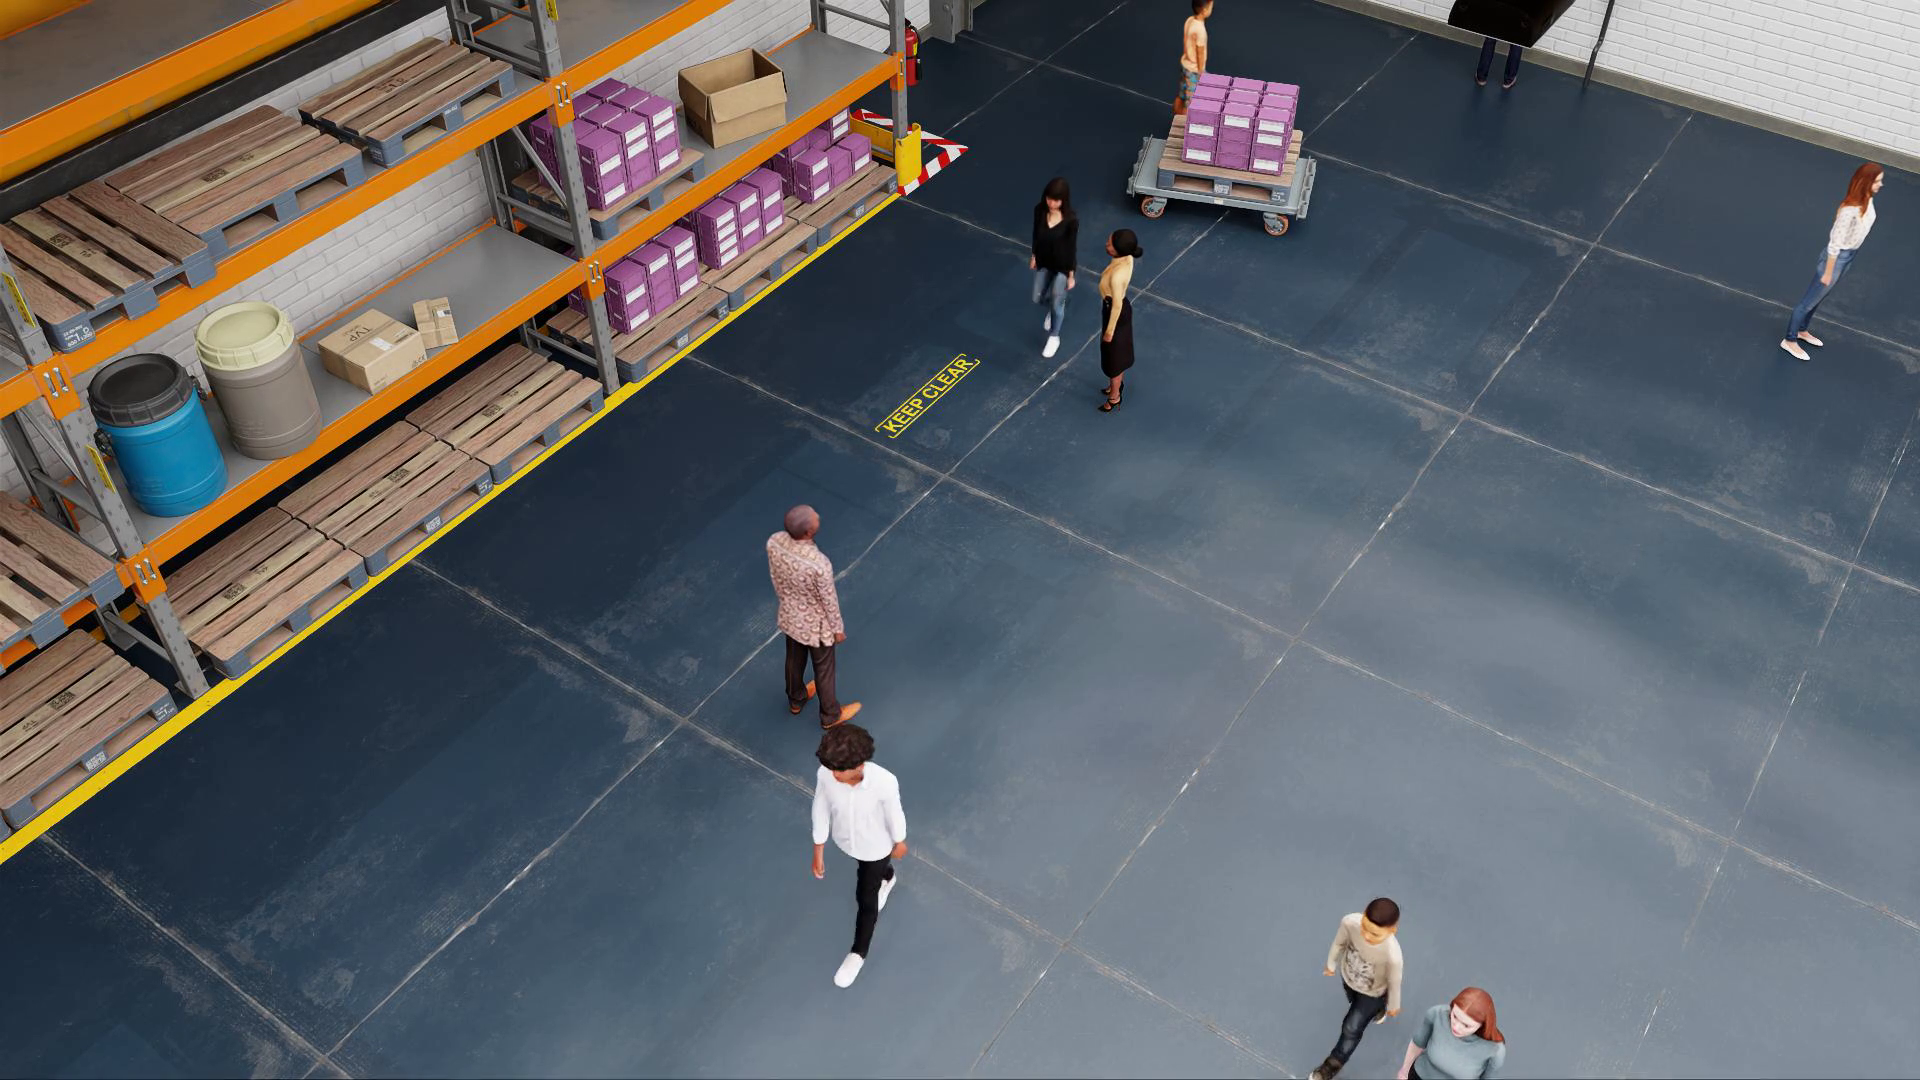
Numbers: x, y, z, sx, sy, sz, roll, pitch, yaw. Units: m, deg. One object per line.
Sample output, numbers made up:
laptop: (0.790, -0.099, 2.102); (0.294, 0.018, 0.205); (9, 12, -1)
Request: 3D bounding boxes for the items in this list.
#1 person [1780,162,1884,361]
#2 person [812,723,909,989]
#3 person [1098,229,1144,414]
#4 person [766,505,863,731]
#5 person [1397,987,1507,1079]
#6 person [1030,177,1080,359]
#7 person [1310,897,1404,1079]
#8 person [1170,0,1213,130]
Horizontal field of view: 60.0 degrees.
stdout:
person: (7.086, -2.281, 13.471); (0.502, 1.728, 0.672); (-34, 53, -30)
person: (-0.524, 1.591, 9.385); (0.817, 1.757, 1.177); (15, 46, 15)
person: (1.216, -1.707, 12.922); (0.698, 1.653, 0.581); (11, 45, 11)
person: (-0.961, 0.485, 10.509); (0.685, 1.808, 0.587); (28, 50, 27)
person: (2.387, 2.708, 8.223); (0.591, 1.742, 0.533); (29, 51, 27)
person: (0.798, -2.282, 13.541); (0.624, 1.632, 0.749); (20, 47, 20)
person: (2.203, 2.303, 8.866); (1.040, 1.443, 0.767); (-31, 52, -28)
person: (2.235, -4.572, 16.073); (0.643, 1.454, 0.592); (-10, 45, -11)
